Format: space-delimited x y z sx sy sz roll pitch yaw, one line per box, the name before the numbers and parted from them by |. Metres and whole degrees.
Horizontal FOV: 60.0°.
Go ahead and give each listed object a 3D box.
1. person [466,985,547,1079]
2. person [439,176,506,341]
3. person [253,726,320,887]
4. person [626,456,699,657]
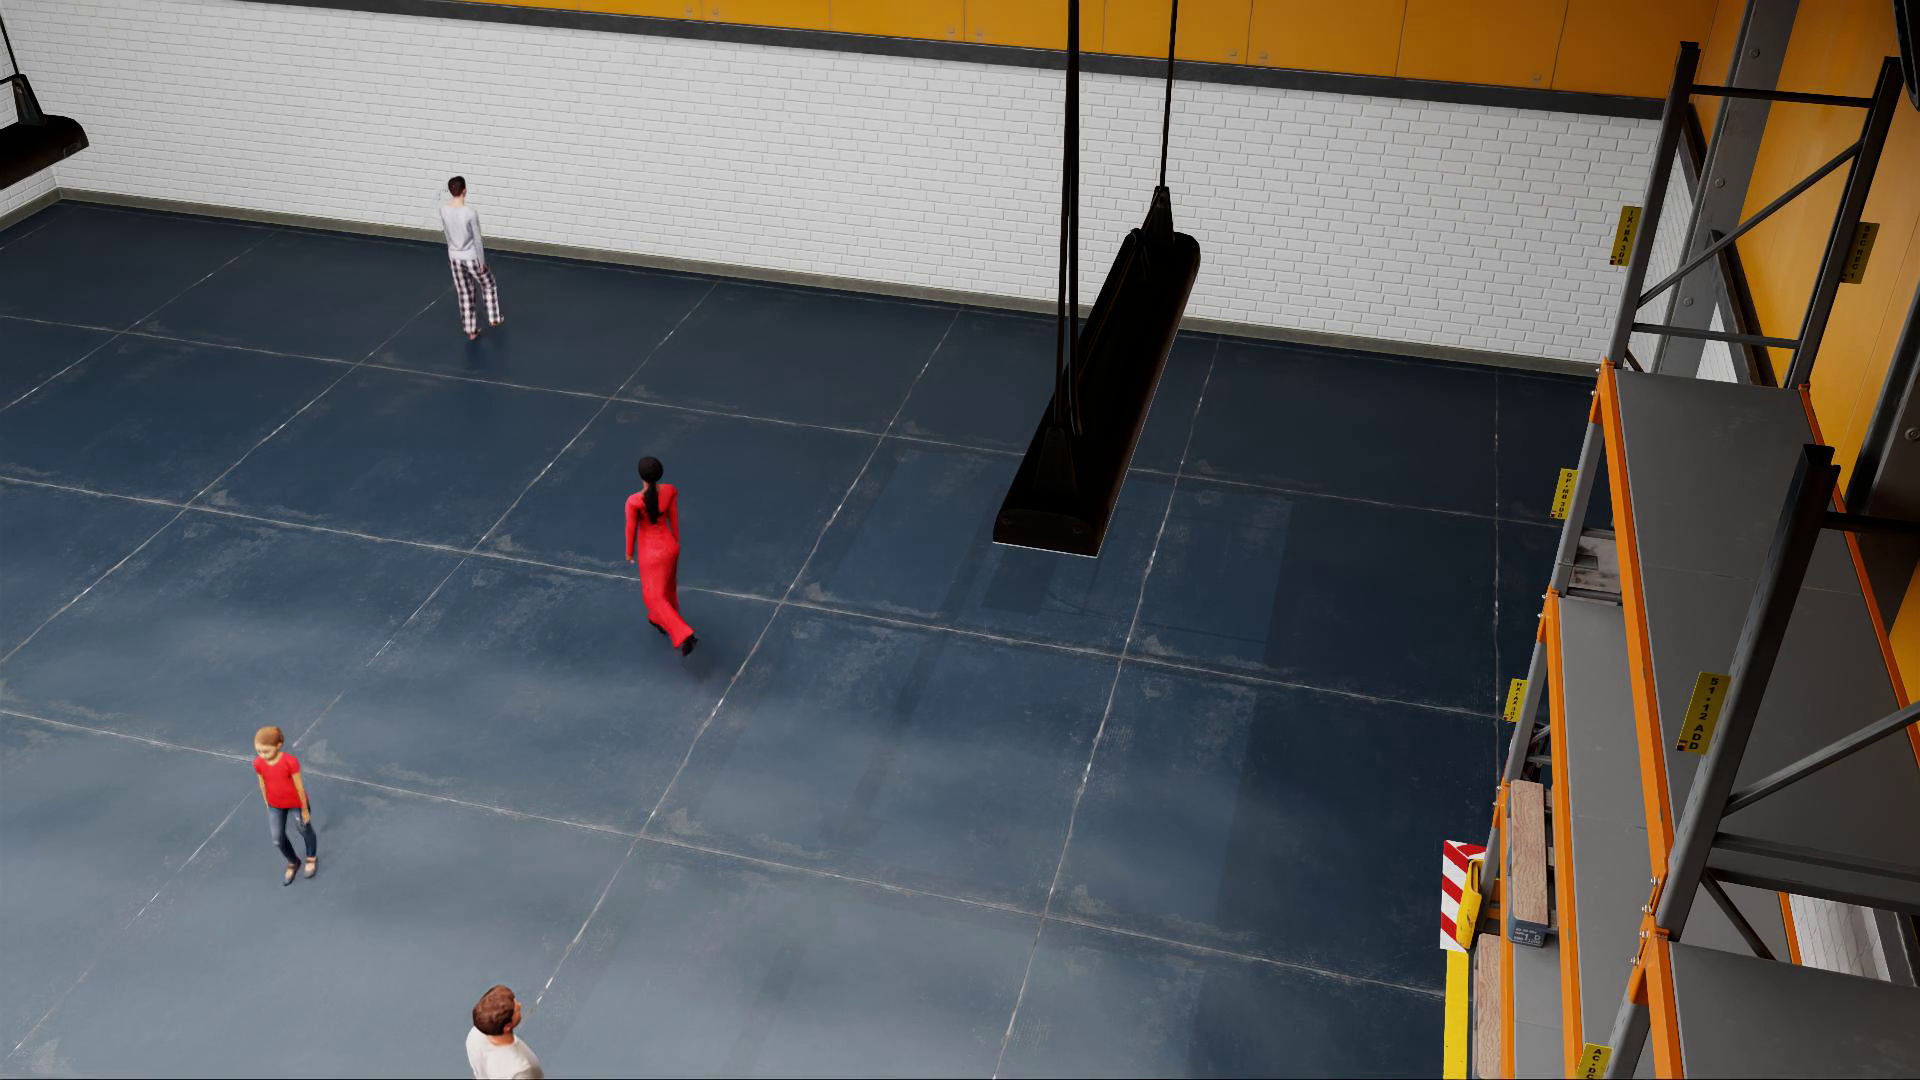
person | -2.348 3.089 8.884 0.741 1.905 0.735 26 41 33
person | -5.424 -3.046 18.177 0.682 1.834 0.837 4 34 6
person | -4.590 1.759 11.431 0.540 1.301 0.588 -1 34 -2
person | -2.413 0.158 13.421 1.058 1.763 0.994 -29 43 -36
